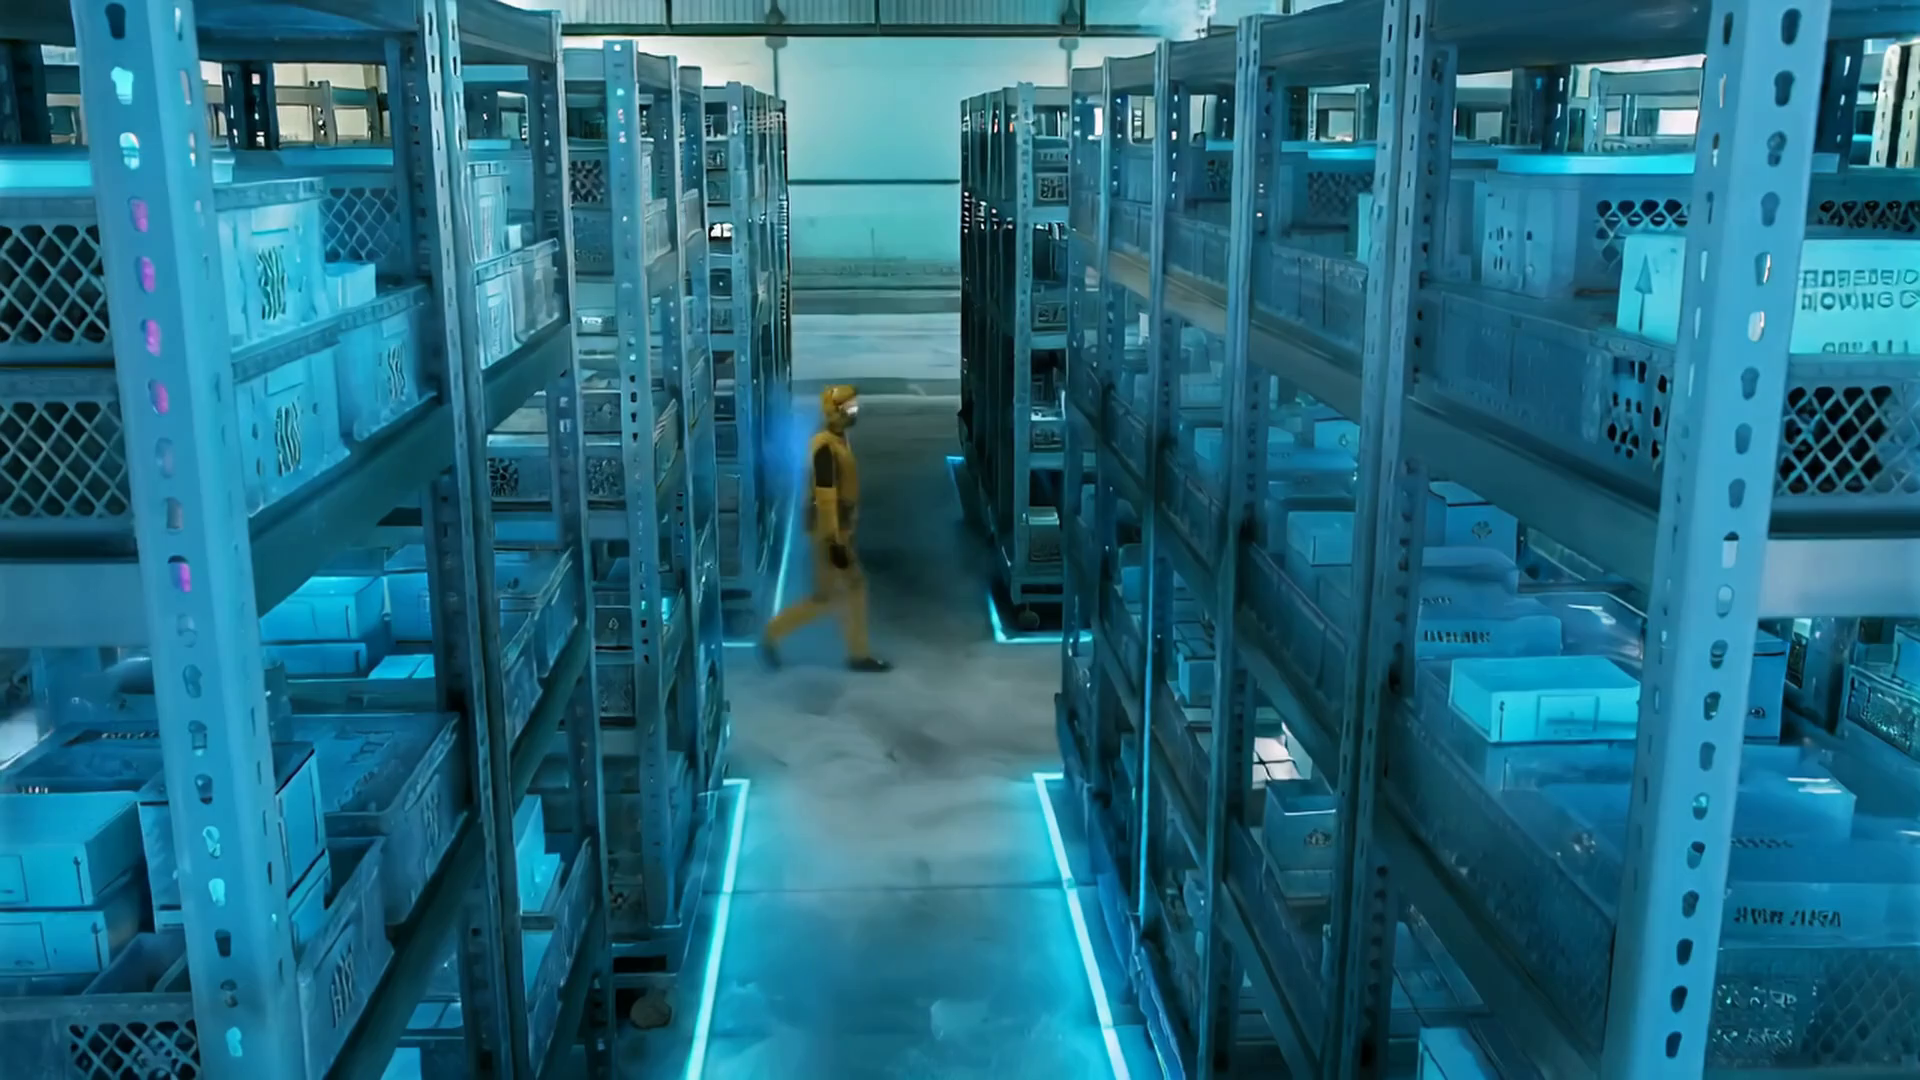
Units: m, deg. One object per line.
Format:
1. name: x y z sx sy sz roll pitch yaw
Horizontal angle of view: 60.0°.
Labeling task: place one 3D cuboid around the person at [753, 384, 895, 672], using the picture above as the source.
1. person: -0.850 -0.058 10.220 0.798 1.825 0.559 3 14 13

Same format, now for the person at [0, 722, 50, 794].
1. person: -2.282 1.378 4.260 0.604 1.893 0.993 -3 14 -10
